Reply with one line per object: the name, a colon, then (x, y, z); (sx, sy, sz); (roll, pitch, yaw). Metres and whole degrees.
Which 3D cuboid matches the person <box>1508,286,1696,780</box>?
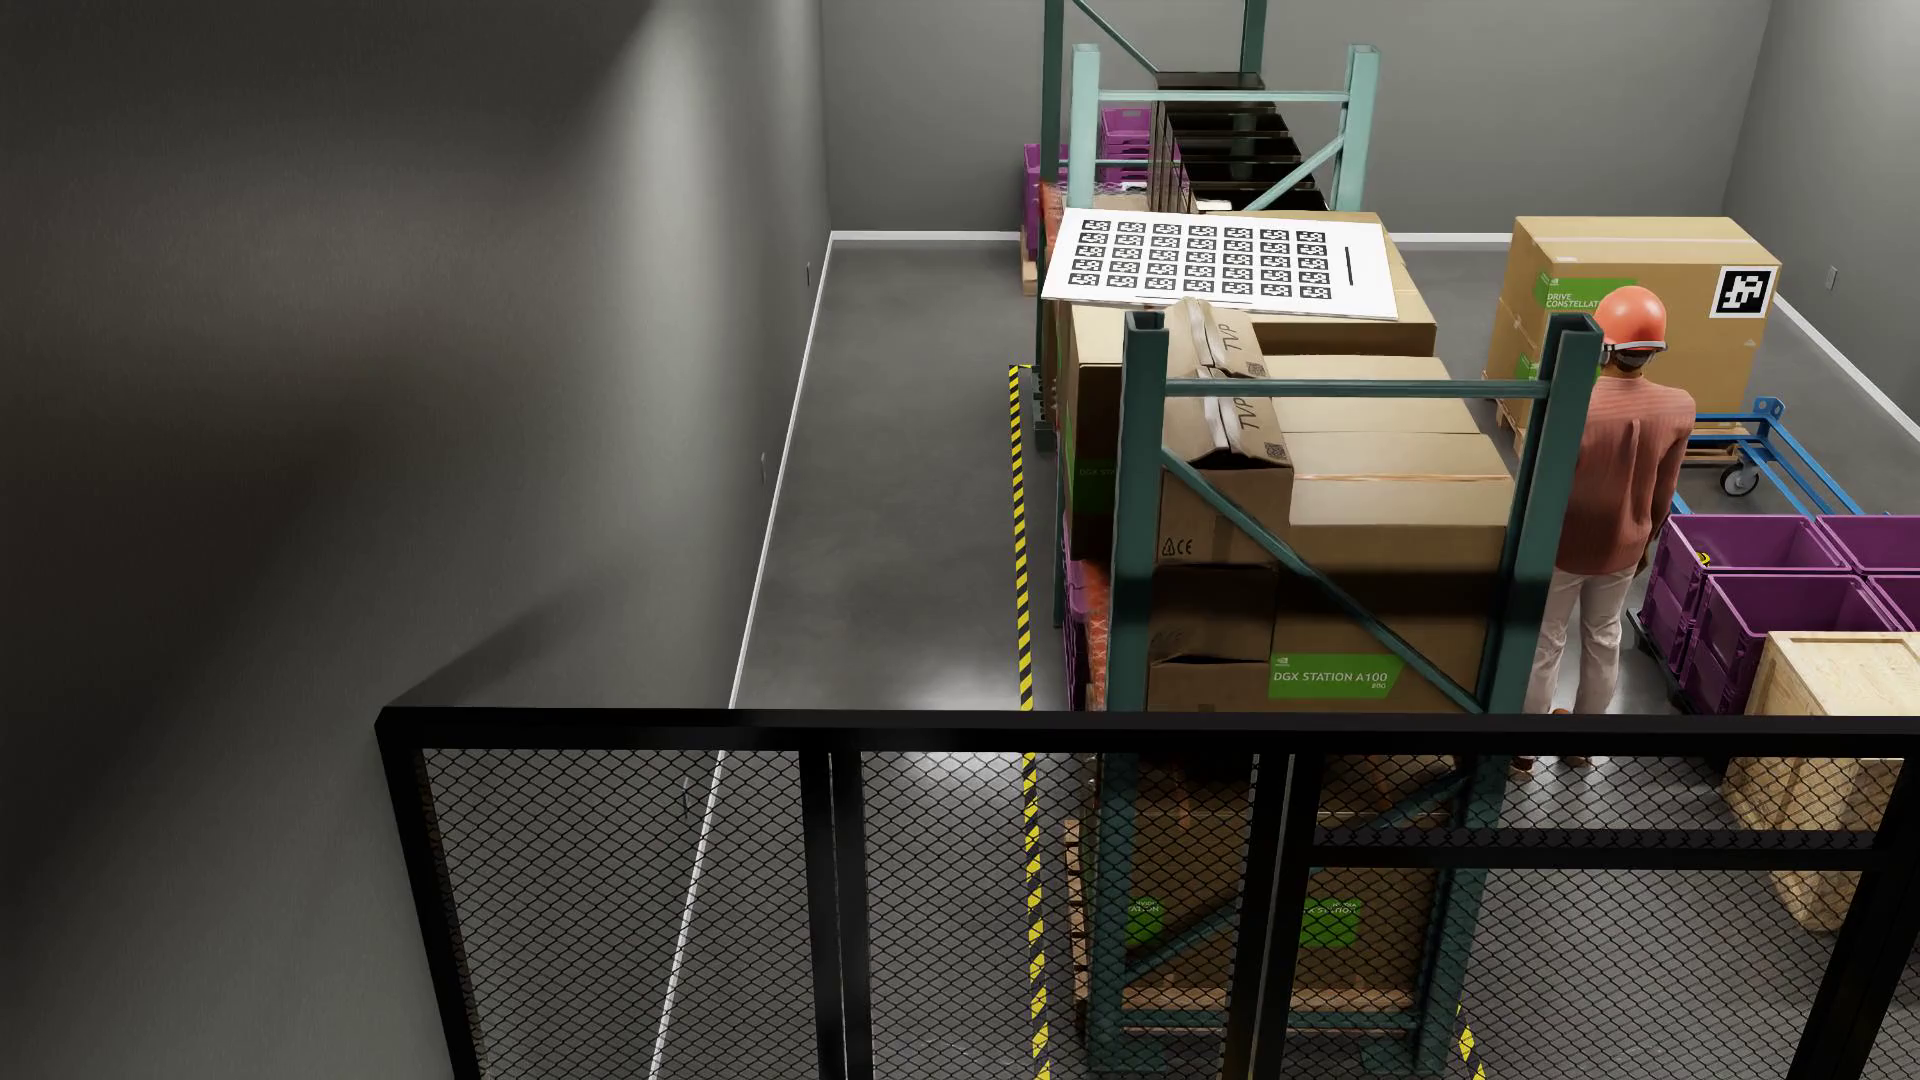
person: (2.304, 0.009, 6.146); (0.608, 1.995, 0.377); (-7, 32, -12)
